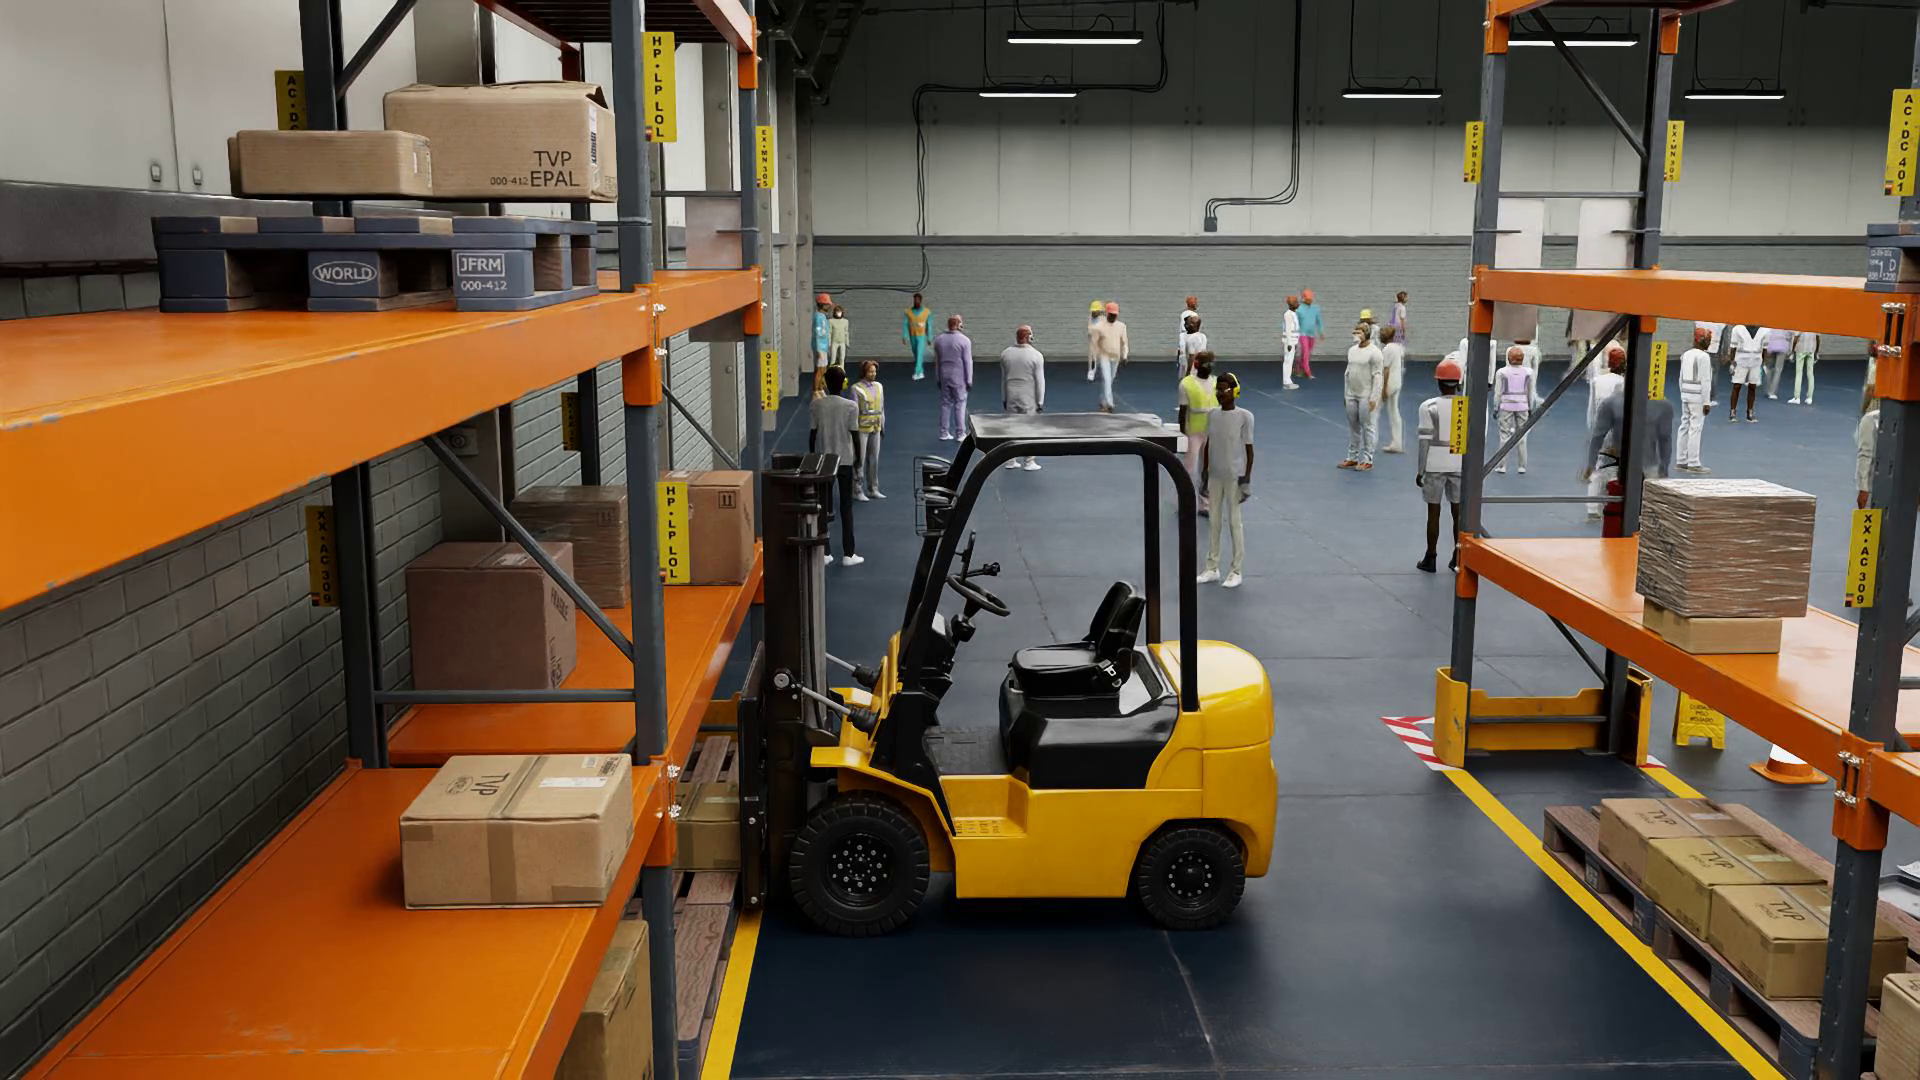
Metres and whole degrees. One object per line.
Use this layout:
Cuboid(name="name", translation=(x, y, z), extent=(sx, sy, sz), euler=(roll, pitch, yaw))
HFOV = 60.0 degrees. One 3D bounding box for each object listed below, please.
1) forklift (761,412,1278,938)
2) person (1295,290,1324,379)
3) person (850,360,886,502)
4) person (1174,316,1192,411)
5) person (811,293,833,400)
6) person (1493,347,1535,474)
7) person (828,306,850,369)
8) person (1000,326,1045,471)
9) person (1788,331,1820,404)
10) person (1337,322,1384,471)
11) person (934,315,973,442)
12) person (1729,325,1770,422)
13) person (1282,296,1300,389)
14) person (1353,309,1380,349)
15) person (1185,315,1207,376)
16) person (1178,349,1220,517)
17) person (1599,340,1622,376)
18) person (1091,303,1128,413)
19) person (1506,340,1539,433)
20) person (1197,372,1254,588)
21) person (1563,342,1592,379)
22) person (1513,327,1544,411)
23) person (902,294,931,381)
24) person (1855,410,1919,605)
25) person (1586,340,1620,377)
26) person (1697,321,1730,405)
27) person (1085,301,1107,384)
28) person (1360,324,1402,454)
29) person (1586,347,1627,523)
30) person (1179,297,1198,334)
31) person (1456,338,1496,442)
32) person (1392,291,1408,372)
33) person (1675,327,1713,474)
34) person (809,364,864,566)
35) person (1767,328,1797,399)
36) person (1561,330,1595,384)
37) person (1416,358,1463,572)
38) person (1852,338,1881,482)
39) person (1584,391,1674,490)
Cuboid(name="forklift", translation=(0.291, 0.548, 7.580), extent=(2.313, 2.155, 1.214), euler=(0, 10, -2))
Cuboid(name="person", translation=(7.615, -4.541, 36.630), extent=(0.663, 1.953, 0.902), euler=(-3, 11, -15))
Cuboid(name="person", translation=(-1.068, -1.265, 19.249), extent=(0.311, 1.631, 0.506), euler=(9, 14, 41))
Cuboid(name="person", translation=(4.020, -3.088, 29.221), extent=(0.318, 1.697, 0.535), euler=(-9, 14, -42))
Cuboid(name="person", translation=(-2.563, -3.585, 31.061), extent=(0.406, 2.034, 0.613), euler=(1, 10, 8))
Cuboid(name="person", translation=(7.142, -1.668, 21.465), extent=(0.514, 1.642, 0.310), euler=(1, 10, 8))
Cuboid(name="person", translation=(-2.592, -4.165, 35.391), extent=(0.499, 1.634, 0.279), euler=(-5, 11, -26))
Cuboid(name="person", translation=(0.837, -1.860, 21.837), extent=(0.636, 1.900, 0.401), euler=(6, 12, 30))
Cuboid(name="person", translation=(15.624, -3.453, 30.772), extent=(0.516, 1.873, 0.329), euler=(1, 10, 4))
Cuboid(name="person", translation=(5.250, -1.870, 21.766), extent=(0.373, 1.940, 0.630), euler=(-6, 12, -29))
Cuboid(name="person", translation=(-0.077, -2.423, 24.966), extent=(0.649, 1.900, 0.400), euler=(8, 13, 36))
Cuboid(name="person", translation=(13.074, -2.922, 27.568), extent=(0.608, 1.957, 0.390), euler=(2, 10, 10))
Cuboid(name="person", translation=(6.753, -4.024, 33.915), extent=(0.356, 1.884, 0.574), euler=(3, 11, 19))
Cuboid(name="person", translation=(7.670, -3.494, 31.409), extent=(0.508, 1.716, 0.455), euler=(4, 11, 21))
Cuboid(name="person", translation=(3.675, -2.594, 26.054), extent=(0.342, 1.845, 0.506), euler=(8, 13, 38))
Cuboid(name="person", translation=(2.589, -1.144, 17.990), extent=(0.569, 1.844, 0.375), euler=(-6, 12, -30))
Cuboid(name="person", translation=(9.498, -2.298, 24.199), extent=(0.386, 1.924, 0.548), euler=(5, 11, 25))
Cuboid(name="person", translation=(2.612, -3.170, 29.015), extent=(0.610, 1.939, 1.067), euler=(-3, 11, -18))
Cuboid(name="person", translation=(8.788, -2.489, 26.059), extent=(0.498, 1.633, 0.285), euler=(1, 10, 5))
Cuboid(name="person", translation=(2.300, -0.524, 14.451), extent=(0.517, 1.874, 0.327), euler=(9, 14, 42))
Cuboid(name="person", translation=(13.610, -4.385, 36.417), extent=(0.501, 1.696, 0.883), euler=(-3, 10, -14))
Cuboid(name="person", translation=(9.720, -3.069, 28.591), extent=(0.607, 1.890, 0.814), euler=(-9, 13, -40))
Cuboid(name="person", translation=(-0.921, -4.409, 36.135), extent=(0.590, 1.877, 1.020), euler=(3, 11, 17))
Cuboid(name="person", translation=(7.674, -0.428, 13.701), extent=(0.605, 1.948, 0.391), euler=(-1, 10, -5))
Cuboid(name="person", translation=(13.043, -3.936, 33.681), extent=(0.620, 1.791, 0.921), euler=(0, 10, 0))
Cuboid(name="person", translation=(13.761, -3.415, 30.468), extent=(0.429, 1.903, 0.649), euler=(-9, 13, -40))
Cuboid(name="person", translation=(2.983, -4.184, 35.188), extent=(0.595, 1.765, 0.962), euler=(7, 12, 35))
Cuboid(name="person", translation=(5.966, -2.143, 23.605), extent=(0.809, 1.814, 0.550), euler=(8, 13, 38))
Cuboid(name="person", translation=(6.909, -1.104, 17.663), extent=(0.365, 1.881, 0.593), euler=(-4, 11, -23))
Cuboid(name="person", translation=(4.650, -3.963, 33.574), extent=(0.343, 1.882, 0.585), euler=(-4, 11, -23))
Cuboid(name="person", translation=(7.696, -2.387, 24.821), extent=(0.578, 1.878, 0.343), euler=(-2, 10, -9))
Cuboid(name="person", translation=(10.151, -4.814, 38.424), extent=(0.327, 1.843, 0.516), euler=(-2, 10, -10))
Cuboid(name="person", translation=(9.538, -1.808, 21.560), extent=(0.355, 1.887, 0.574), euler=(-1, 10, -7))
Cuboid(name="person", translation=(-1.139, -0.690, 15.380), extent=(0.532, 1.870, 0.319), euler=(3, 11, 15))
Cuboid(name="person", translation=(15.666, -3.645, 31.798), extent=(0.607, 1.878, 0.953), euler=(8, 13, 37))
Cuboid(name="person", translation=(13.175, -4.305, 35.041), extent=(0.790, 2.000, 1.044), euler=(-8, 13, -37))
Cuboid(name="person", translation=(4.394, -0.669, 15.064), extent=(0.544, 1.942, 0.347), euler=(0, 10, -3))
Cuboid(name="person", translation=(11.323, -1.609, 20.616), extent=(0.451, 1.832, 0.573), euler=(8, 13, 37))
Cuboid(name="person", translation=(6.078, -0.649, 15.035), extent=(0.816, 1.915, 0.500), euler=(3, 11, 16))
